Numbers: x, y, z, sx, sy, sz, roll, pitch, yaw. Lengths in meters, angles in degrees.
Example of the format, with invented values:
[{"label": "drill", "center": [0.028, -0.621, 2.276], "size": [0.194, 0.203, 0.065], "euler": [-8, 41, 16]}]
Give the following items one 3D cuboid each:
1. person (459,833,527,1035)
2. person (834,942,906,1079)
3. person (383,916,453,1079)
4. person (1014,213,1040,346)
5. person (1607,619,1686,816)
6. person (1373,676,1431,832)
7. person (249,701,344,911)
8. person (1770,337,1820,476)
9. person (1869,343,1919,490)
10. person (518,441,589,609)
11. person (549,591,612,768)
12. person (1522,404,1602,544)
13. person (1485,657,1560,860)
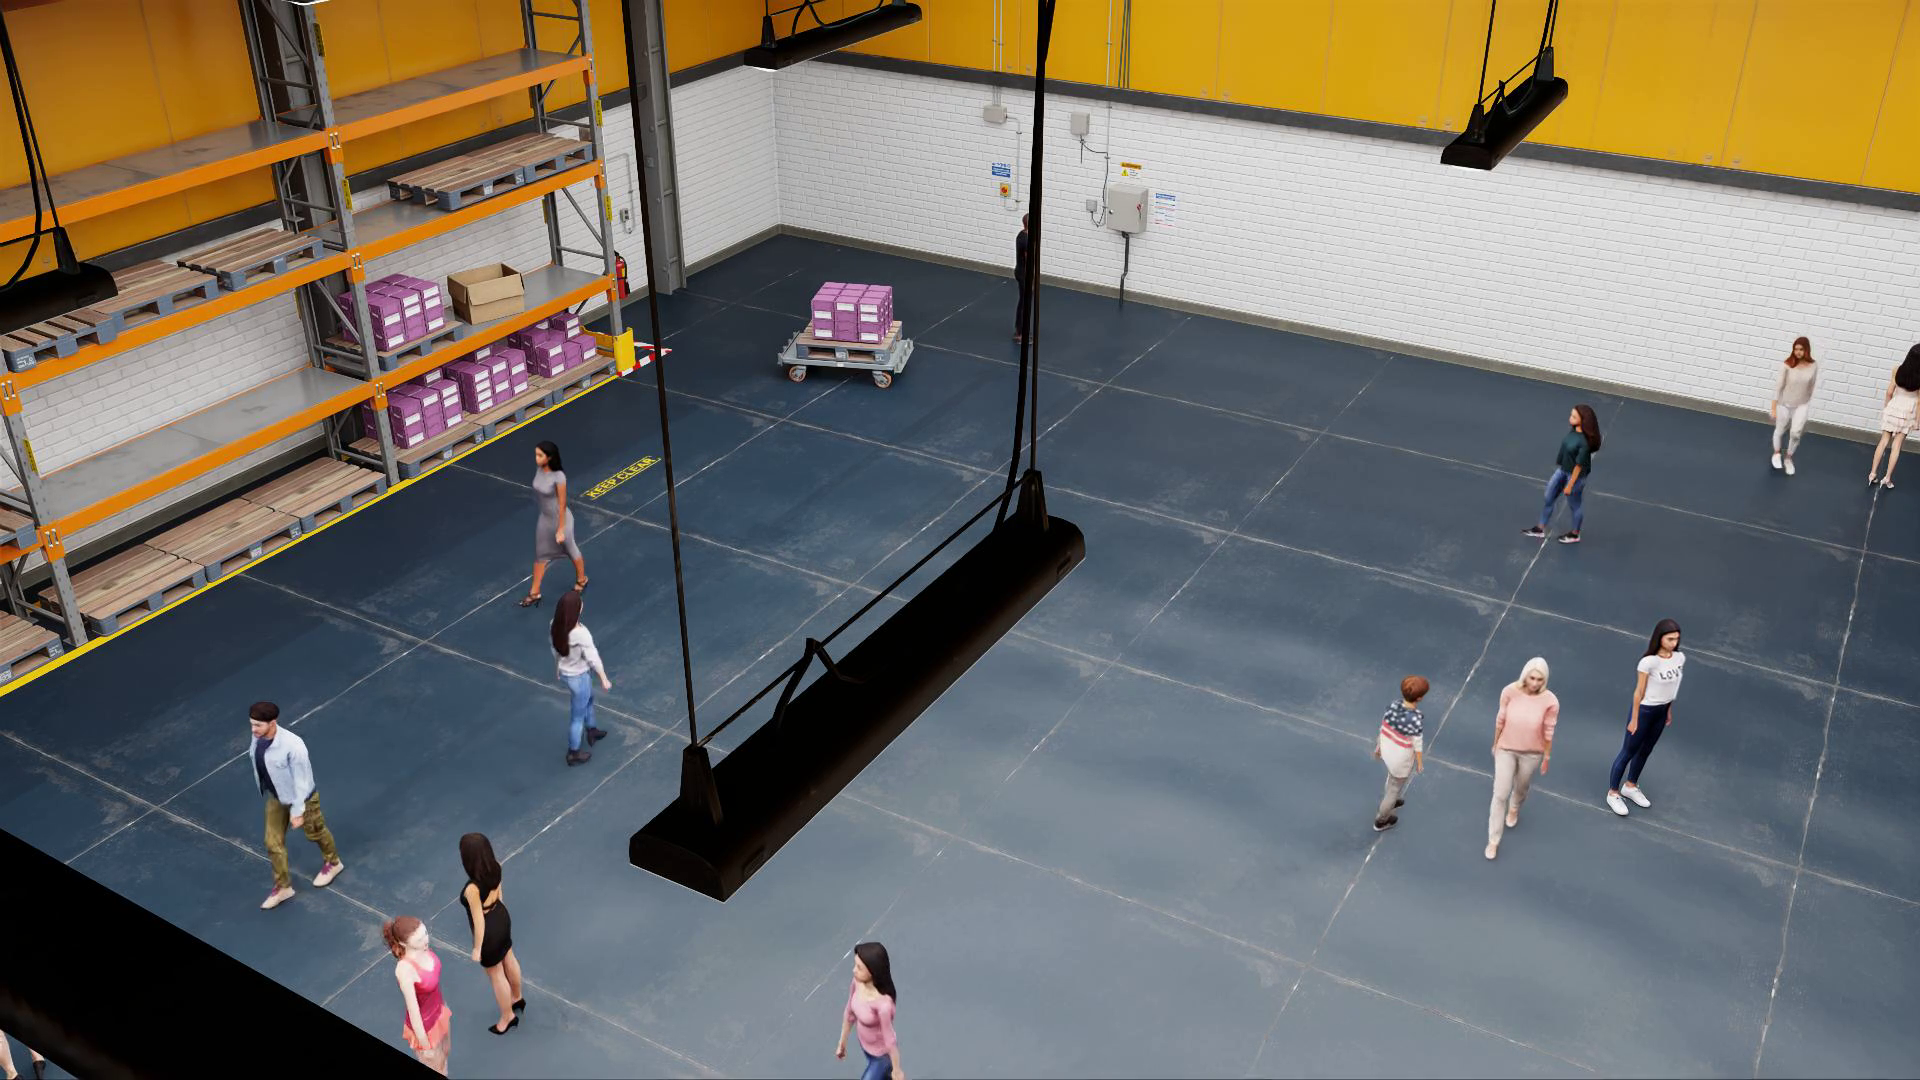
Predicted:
[{"label": "person", "center": [-3.184, 2.673, 11.330], "size": [0.686, 1.649, 0.531], "euler": [6, 29, 10]}, {"label": "person", "center": [-0.447, 3.169, 10.369], "size": [1.205, 1.698, 0.999], "euler": [-14, 32, -25]}, {"label": "person", "center": [-3.373, 3.034, 10.566], "size": [0.789, 1.747, 0.681], "euler": [-6, 29, -11]}, {"label": "person", "center": [0.897, -3.543, 22.550], "size": [0.809, 1.816, 0.703], "euler": [-2, 29, -4]}, {"label": "person", "center": [5.581, 1.416, 13.503], "size": [0.635, 1.774, 0.730], "euler": [-12, 31, -21]}, {"label": "person", "center": [3.463, 1.721, 13.306], "size": [0.773, 1.428, 0.688], "euler": [-17, 33, -29]}, {"label": "person", "center": [-4.997, 1.910, 12.598], "size": [0.724, 1.774, 0.953], "euler": [13, 31, 23]}, {"label": "person", "center": [9.567, -1.573, 19.108], "size": [0.692, 1.654, 0.747], "euler": [3, 29, 5]}, {"label": "person", "center": [10.557, -1.394, 18.695], "size": [0.644, 1.736, 0.653], "euler": [-20, 34, -32]}, {"label": "person", "center": [-3.917, -0.184, 16.460], "size": [0.706, 1.752, 1.055], "euler": [21, 35, 33]}, {"label": "person", "center": [-3.310, 1.212, 14.048], "size": [0.711, 1.610, 0.801], "euler": [25, 38, 38]}, {"label": "person", "center": [6.541, -0.679, 17.530], "size": [0.906, 1.596, 0.900], "euler": [-1, 29, -2]}, {"label": "person", "center": [4.460, 1.634, 13.181], "size": [0.680, 1.700, 0.991], "euler": [11, 31, 20]}]
